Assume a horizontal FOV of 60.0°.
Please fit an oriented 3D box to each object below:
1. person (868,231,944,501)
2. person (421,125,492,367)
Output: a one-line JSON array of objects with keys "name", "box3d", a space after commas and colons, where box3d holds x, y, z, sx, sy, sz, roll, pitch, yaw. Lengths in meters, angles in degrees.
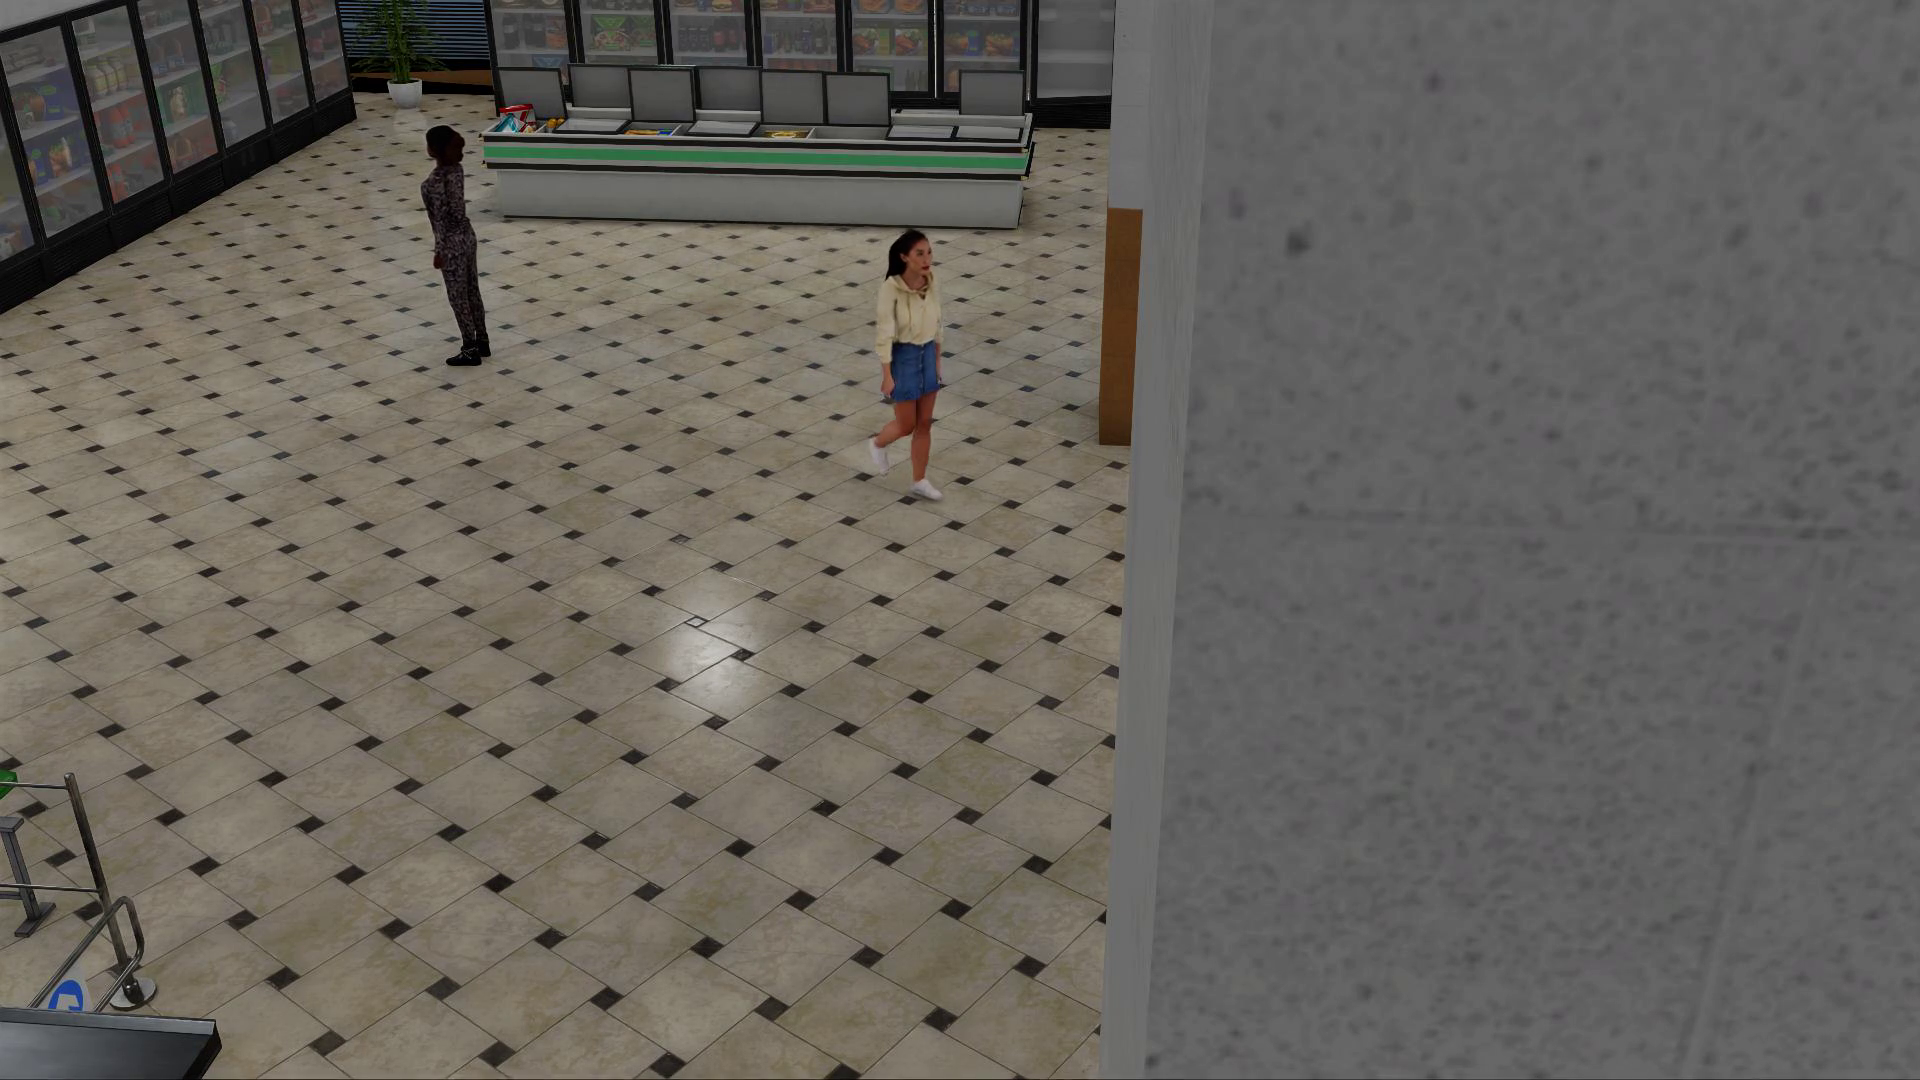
[{"name": "person", "box3d": [-0.339, -1.035, 9.807, 0.889, 1.622, 0.956, -23, 35, -37]}, {"name": "person", "box3d": [-3.568, -2.079, 11.766, 0.593, 1.713, 0.596, 5, 27, 10]}]
